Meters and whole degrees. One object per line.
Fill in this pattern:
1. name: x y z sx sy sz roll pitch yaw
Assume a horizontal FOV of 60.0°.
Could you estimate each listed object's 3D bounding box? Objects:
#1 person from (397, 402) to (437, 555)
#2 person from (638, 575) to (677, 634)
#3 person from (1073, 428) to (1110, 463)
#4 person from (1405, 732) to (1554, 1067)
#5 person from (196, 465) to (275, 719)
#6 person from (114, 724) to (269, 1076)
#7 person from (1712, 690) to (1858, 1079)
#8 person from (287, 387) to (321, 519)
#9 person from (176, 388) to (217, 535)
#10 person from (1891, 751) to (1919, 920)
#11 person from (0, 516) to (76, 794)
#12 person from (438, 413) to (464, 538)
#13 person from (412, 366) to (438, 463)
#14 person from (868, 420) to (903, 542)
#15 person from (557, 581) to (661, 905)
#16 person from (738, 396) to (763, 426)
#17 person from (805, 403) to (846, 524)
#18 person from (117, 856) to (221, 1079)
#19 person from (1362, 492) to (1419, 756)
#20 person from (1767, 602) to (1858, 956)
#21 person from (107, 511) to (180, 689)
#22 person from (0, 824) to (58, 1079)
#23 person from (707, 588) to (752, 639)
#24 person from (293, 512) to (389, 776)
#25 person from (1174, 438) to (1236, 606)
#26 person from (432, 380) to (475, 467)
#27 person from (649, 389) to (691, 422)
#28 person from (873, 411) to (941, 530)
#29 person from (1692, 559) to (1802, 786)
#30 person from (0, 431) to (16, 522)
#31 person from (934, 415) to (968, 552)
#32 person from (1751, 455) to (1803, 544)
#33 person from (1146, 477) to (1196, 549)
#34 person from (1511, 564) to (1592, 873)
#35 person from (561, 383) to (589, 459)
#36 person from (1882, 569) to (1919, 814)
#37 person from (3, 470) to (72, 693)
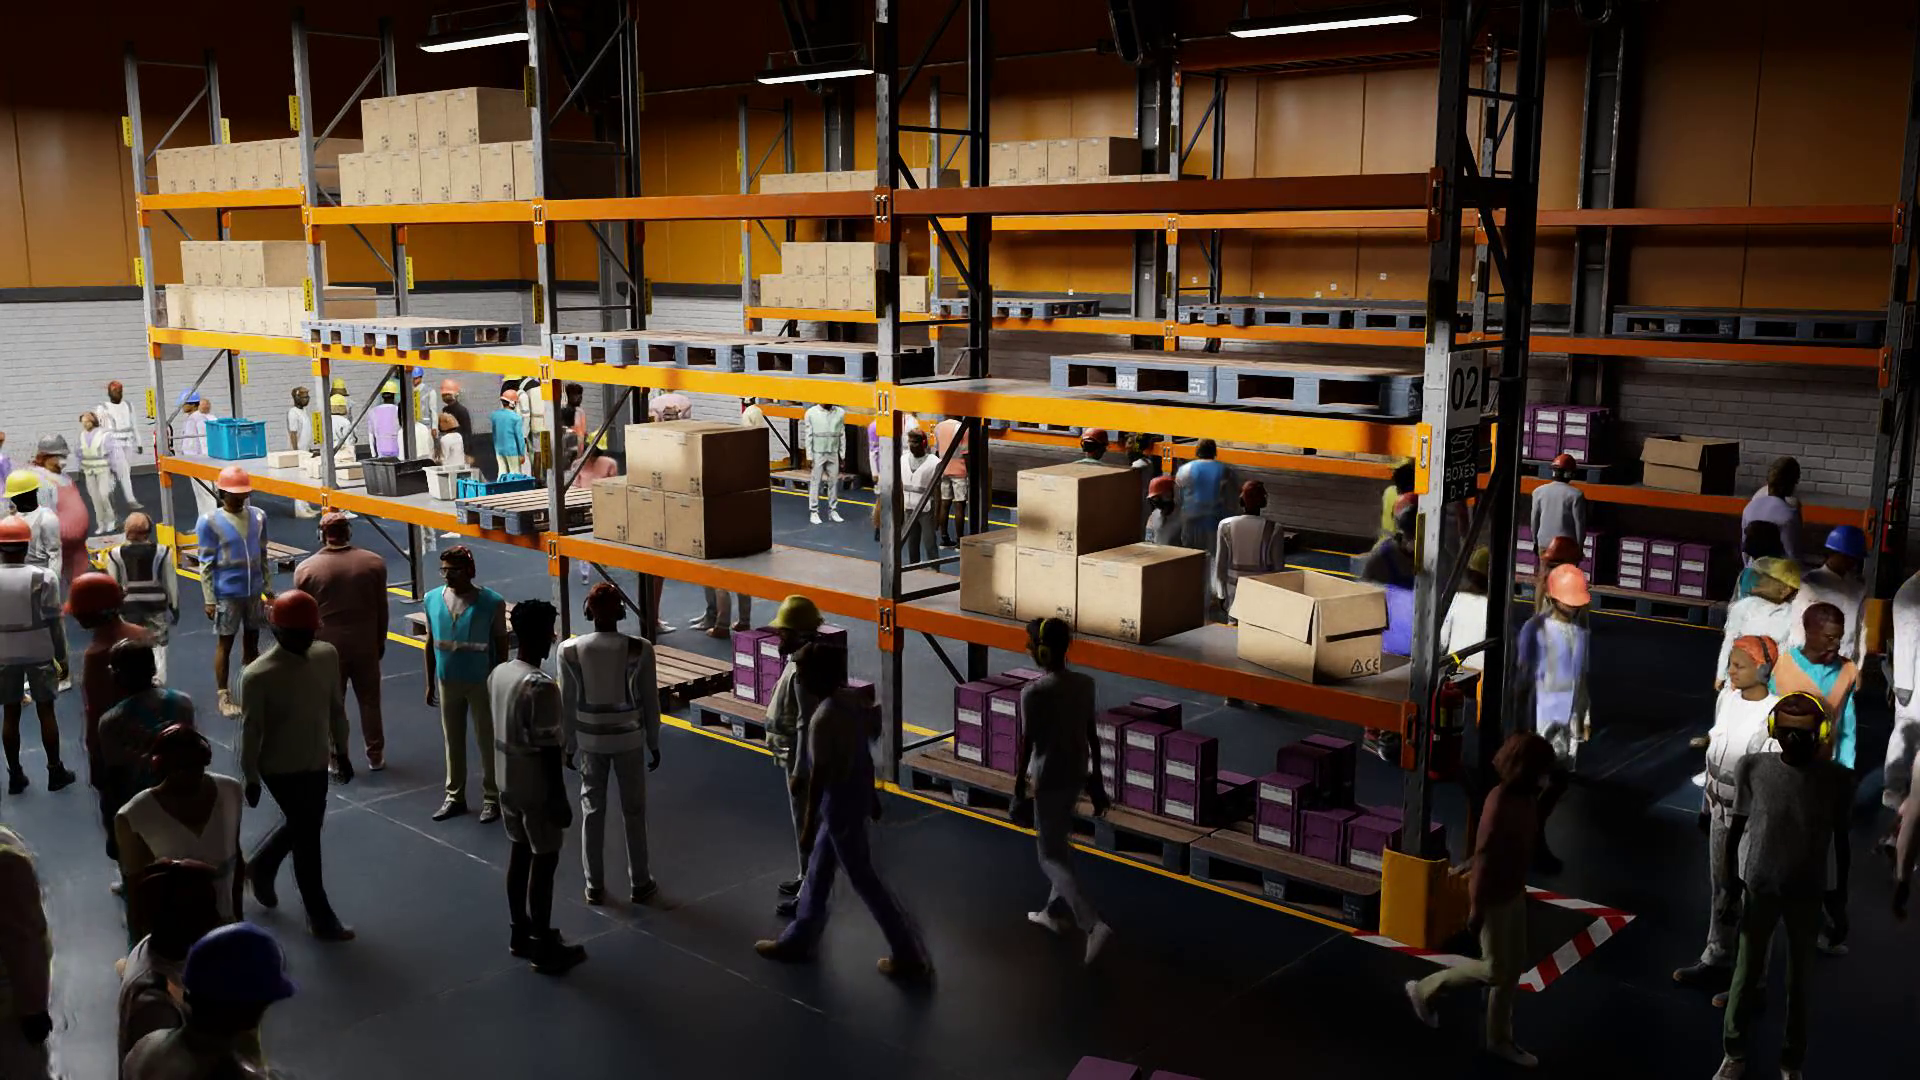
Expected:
1. person: -6.681 -0.772 20.423 0.382 1.913 0.589 2 10 10
2. person: -3.011 -0.024 16.214 0.399 1.906 0.603 -6 12 -30
3. person: 1.316 -0.119 16.410 0.610 2.032 0.405 9 14 42
4. person: 2.410 1.629 7.676 0.543 1.604 0.531 8 13 37
5. person: -5.792 0.406 13.392 0.392 2.039 0.612 6 12 32
6. person: -3.204 1.653 7.000 0.760 1.804 0.570 8 13 37
7. person: 3.629 1.566 7.322 0.535 1.868 0.309 5 11 26
8. person: -9.158 -1.215 23.146 0.347 1.838 0.514 -1 10 -7
9. person: -9.896 -0.997 21.589 0.404 1.945 0.616 -8 13 -40
10. person: 4.554 1.512 7.427 0.605 1.930 1.047 9 14 43
11. person: -6.475 0.791 11.513 0.553 1.933 0.368 -3 10 -15
12. person: -6.598 -0.840 21.615 0.279 1.626 0.508 2 10 10
13. person: -8.482 -1.789 26.102 0.605 1.939 0.416 2 10 12
14. person: -0.914 -0.918 21.217 0.391 1.925 0.550 9 13 41
15. person: -2.000 1.165 9.547 0.575 1.884 0.355 -1 10 -3
16. person: -3.061 -1.369 24.278 0.360 1.742 0.568 3 10 15
17. person: -1.839 -1.179 22.740 0.592 1.911 0.390 -5 11 -28
18. person: -2.490 1.915 5.343 0.364 1.878 0.584 -4 11 -21
19. person: 3.291 0.621 12.354 0.613 1.984 0.409 -5 11 -28
20. person: 4.650 1.233 9.247 0.593 1.869 1.002 -3 10 -16
21. person: -6.666 0.587 13.580 0.528 1.617 0.593 -3 11 -18
22. person: -3.698 1.770 6.373 0.739 1.809 0.433 8 13 39
23. person: -2.260 0.032 16.091 0.430 1.838 0.624 9 14 42
24. person: -4.422 0.742 11.942 0.632 1.892 0.394 -5 11 -27
25. person: 2.534 -0.167 17.262 0.632 1.823 0.434 1 10 7
26. person: -6.988 -1.211 22.801 1.015 1.941 0.619 -7 12 -36
27. person: -4.163 -1.403 23.914 0.630 1.940 0.372 -6 12 -31
28. person: -0.697 -1.023 22.010 0.860 1.855 0.579 0 10 -1
29. person: 5.407 0.935 11.342 0.611 1.704 0.517 4 11 20
30. person: -11.350 -0.484 19.593 0.524 1.631 0.318 3 11 18
31. person: -0.058 -0.836 20.629 0.607 1.966 0.367 10 14 44
32. person: 7.244 0.209 14.808 0.365 1.937 0.657 0 10 -2
33. person: 1.896 0.292 14.996 0.767 1.701 0.653 -8 13 -39
34. person: 3.611 1.072 10.016 0.567 1.902 0.516 -7 12 -36
35. person: -5.116 -1.143 22.399 0.657 1.944 0.620 4 11 22
36. person: 6.466 0.896 11.046 0.636 1.900 0.400 -5 11 -25
37. person: -7.790 0.357 14.019 0.585 1.918 0.382 7 12 33
